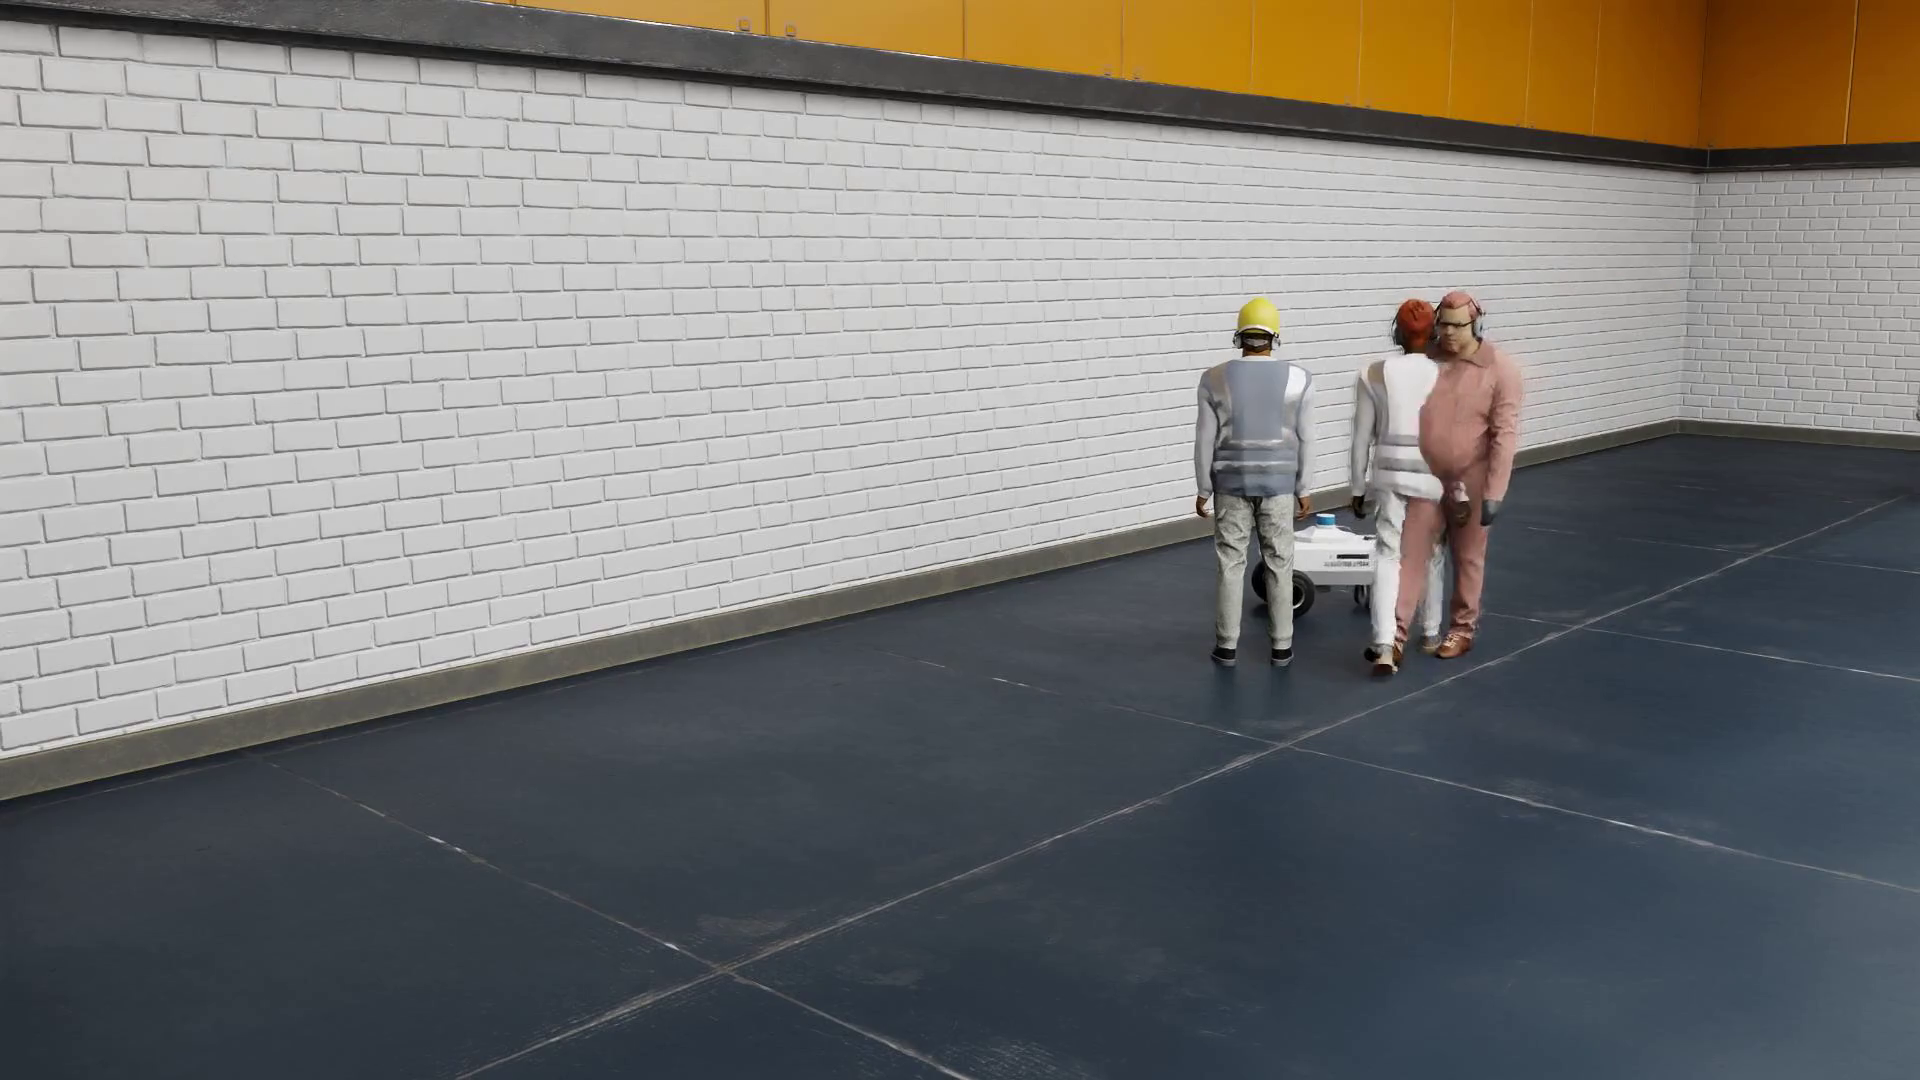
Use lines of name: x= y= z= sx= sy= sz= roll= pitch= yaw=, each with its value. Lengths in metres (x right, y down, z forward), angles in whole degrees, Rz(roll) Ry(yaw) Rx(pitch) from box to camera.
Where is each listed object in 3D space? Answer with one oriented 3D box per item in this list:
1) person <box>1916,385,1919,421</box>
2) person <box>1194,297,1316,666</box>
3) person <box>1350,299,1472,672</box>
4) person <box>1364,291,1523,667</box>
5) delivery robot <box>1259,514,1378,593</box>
person: x=7.936 y=-1.058 z=13.274 sx=0.513 sy=1.621 sz=0.436 roll=8 pitch=13 yaw=38
person: x=1.457 y=-0.280 z=8.264 sx=0.592 sy=1.832 sz=0.404 roll=1 pitch=10 yaw=6
person: x=2.233 y=-0.273 z=8.254 sx=0.600 sy=1.837 sz=0.981 roll=4 pitch=11 yaw=20
person: x=2.357 y=-0.271 z=8.141 sx=0.654 sy=1.853 sz=0.980 roll=7 pitch=12 yaw=35
delivery robot: x=2.085 y=0.094 z=9.508 sx=0.707 sy=0.478 sz=0.477 roll=0 pitch=10 yaw=-1
